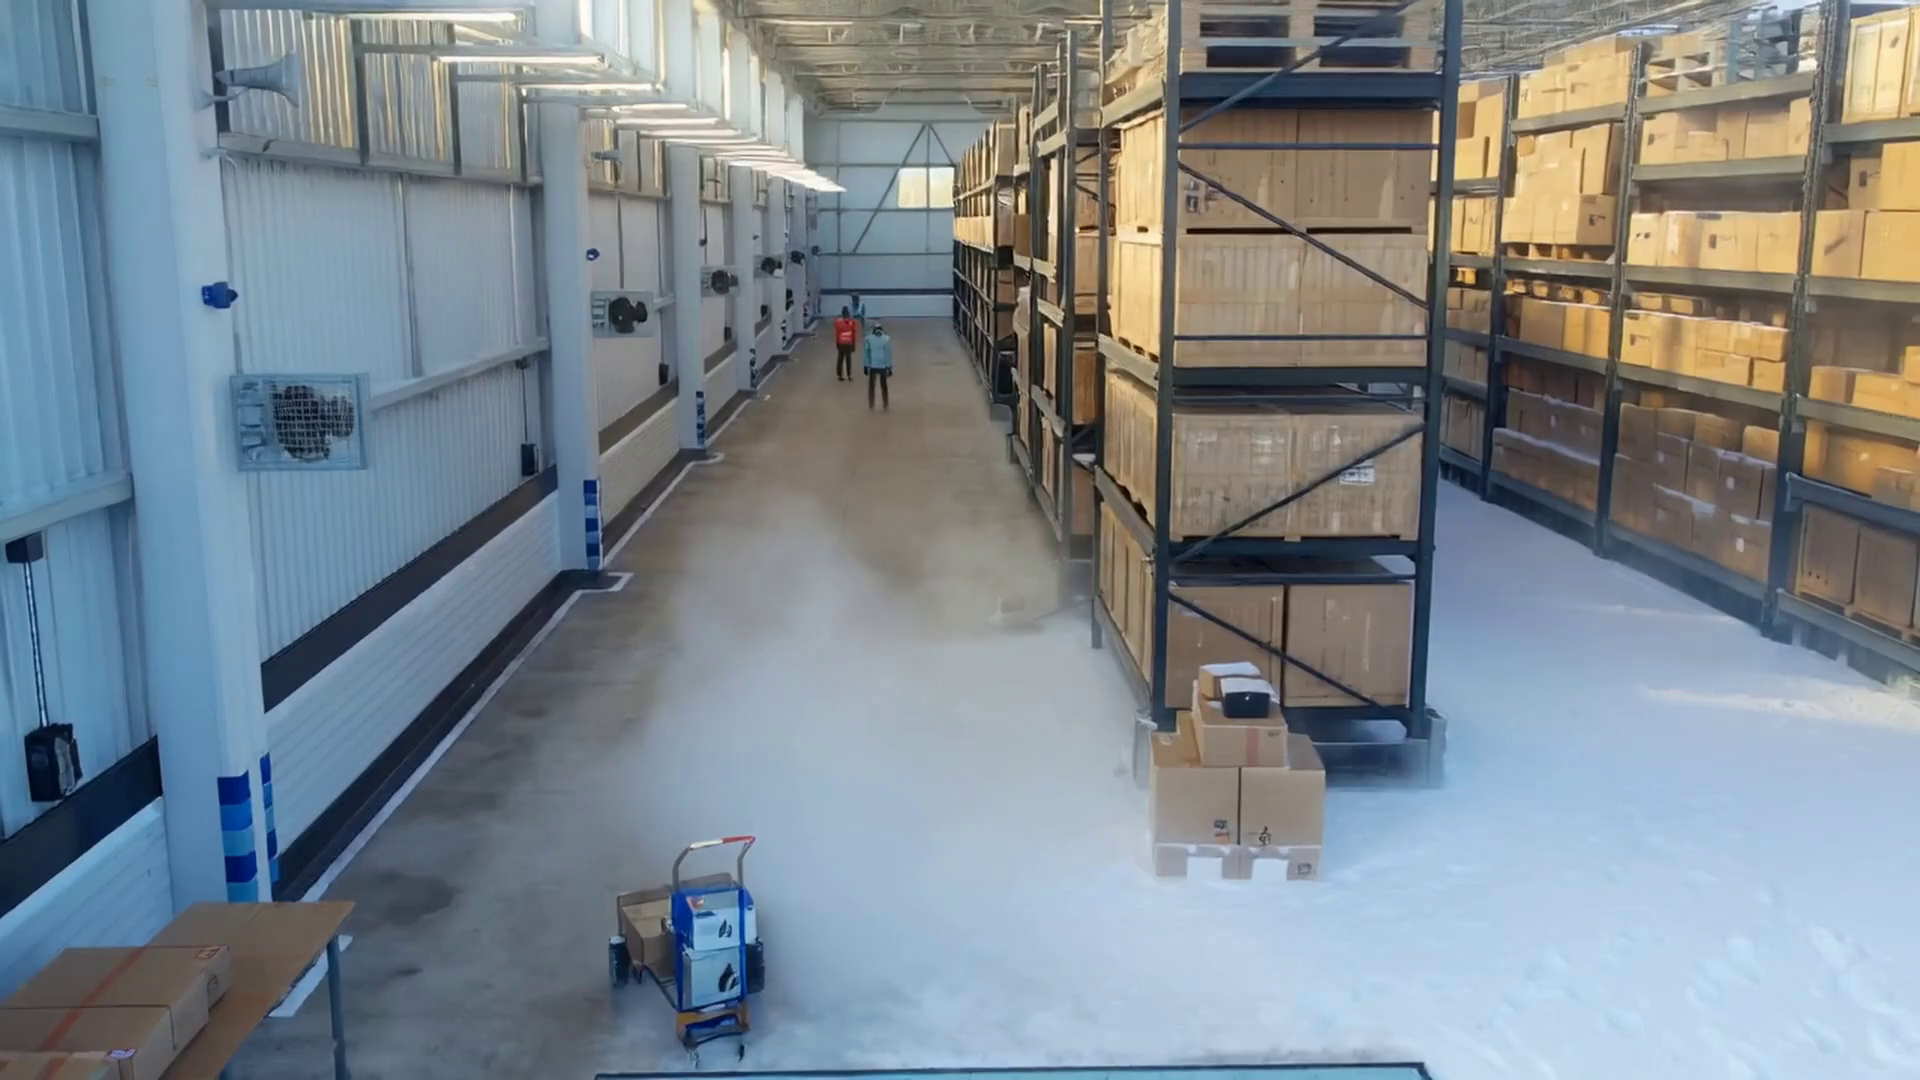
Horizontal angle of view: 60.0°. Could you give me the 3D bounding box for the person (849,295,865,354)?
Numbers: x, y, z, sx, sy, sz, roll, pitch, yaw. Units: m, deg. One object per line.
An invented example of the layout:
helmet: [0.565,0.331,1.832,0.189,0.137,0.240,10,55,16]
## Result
person: [-3.136,-6.625,51.142,0.638,1.798,0.926,7,13,31]

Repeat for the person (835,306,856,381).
person: [-2.934,-5.016,42.496,0.583,1.908,0.387,-9,14,-38]

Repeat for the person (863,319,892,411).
person: [-1.758,-3.740,35.649,0.618,1.986,0.410,-1,11,-7]
